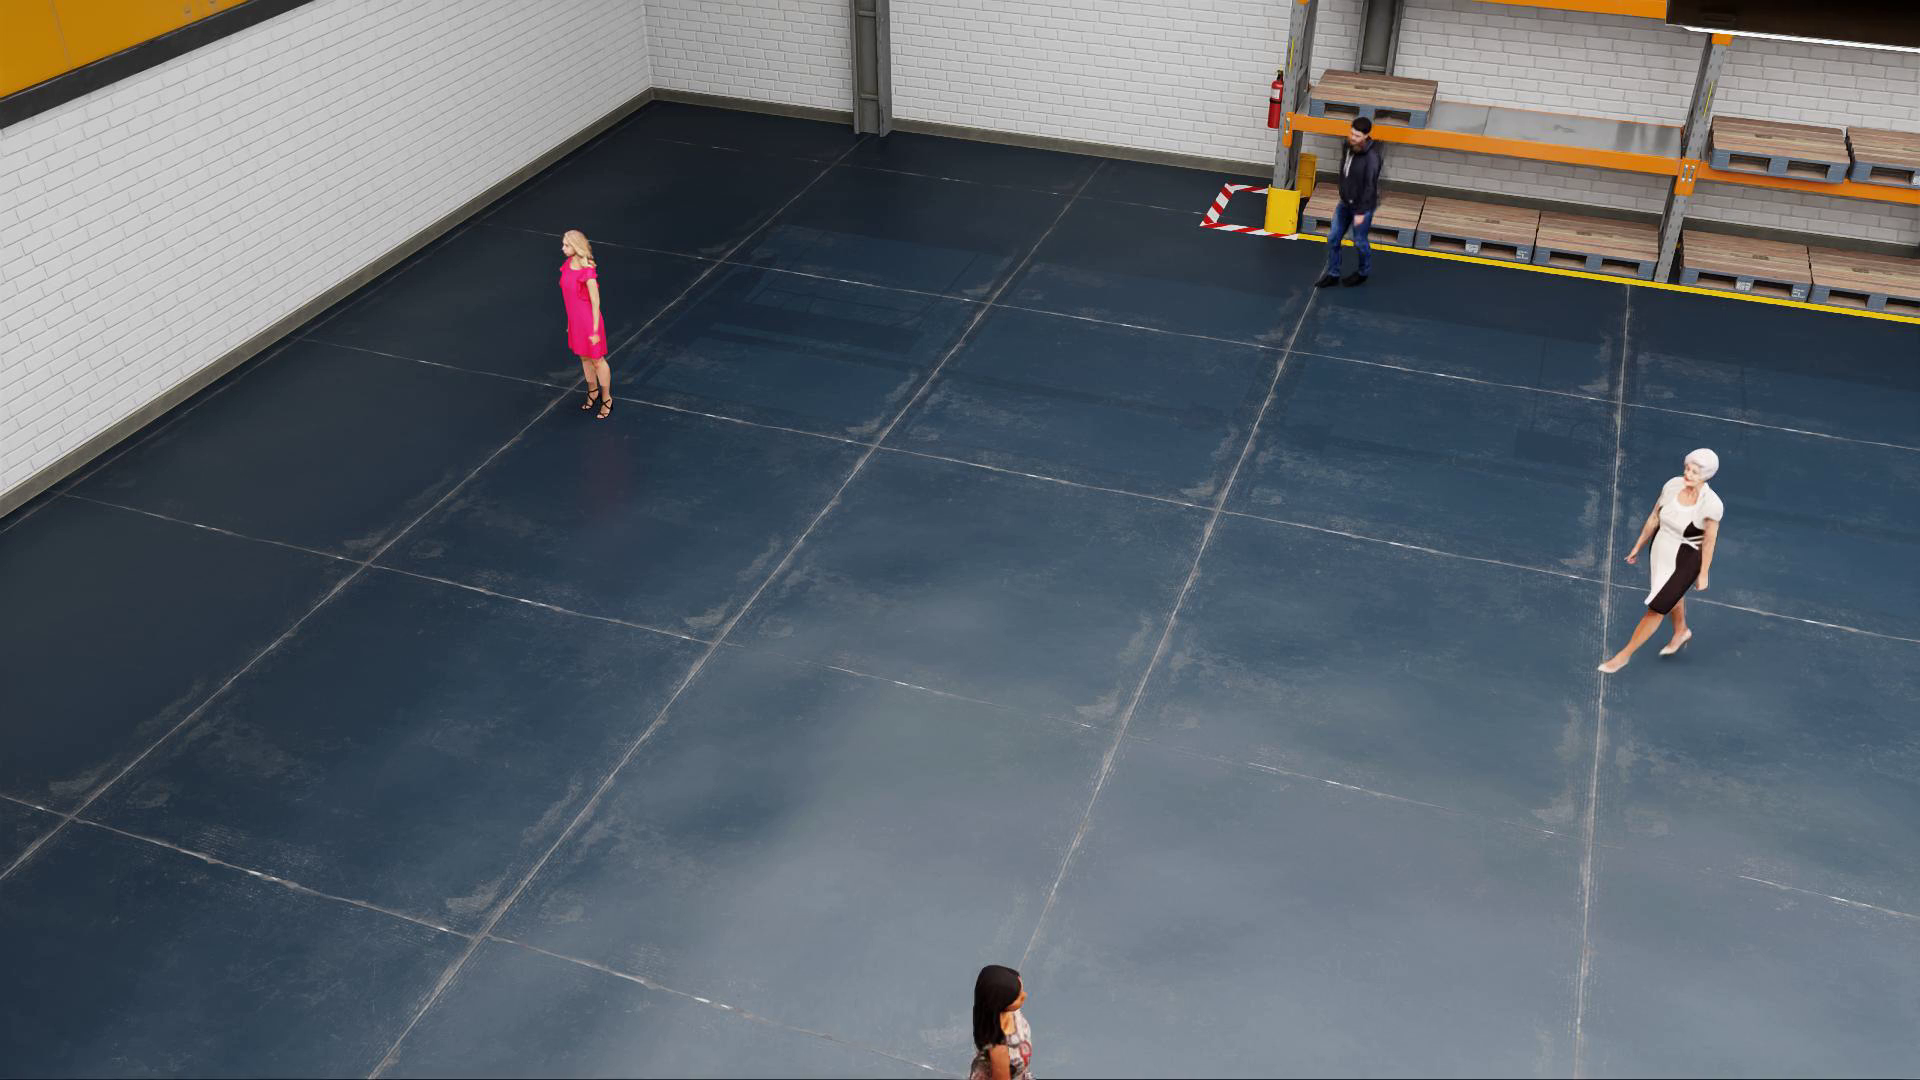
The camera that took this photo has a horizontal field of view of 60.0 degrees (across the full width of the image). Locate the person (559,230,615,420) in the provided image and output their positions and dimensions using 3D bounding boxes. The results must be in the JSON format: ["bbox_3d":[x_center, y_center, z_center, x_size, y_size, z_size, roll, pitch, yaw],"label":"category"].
[{"bbox_3d":[-3.221,-1.876,14.347,0.605,1.728,0.715,29,43,36],"label":"person"}]

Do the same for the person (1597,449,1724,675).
[{"bbox_3d":[4.925,0.145,11.328,1.158,1.703,1.083,-14,36,-19],"label":"person"}]

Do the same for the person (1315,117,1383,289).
[{"bbox_3d":[3.972,-3.333,16.448,1.024,1.829,0.970,-12,35,-17],"label":"person"}]

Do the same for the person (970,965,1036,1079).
[{"bbox_3d":[0.098,2.574,7.736,0.777,1.635,0.742,1,34,2],"label":"person"}]
